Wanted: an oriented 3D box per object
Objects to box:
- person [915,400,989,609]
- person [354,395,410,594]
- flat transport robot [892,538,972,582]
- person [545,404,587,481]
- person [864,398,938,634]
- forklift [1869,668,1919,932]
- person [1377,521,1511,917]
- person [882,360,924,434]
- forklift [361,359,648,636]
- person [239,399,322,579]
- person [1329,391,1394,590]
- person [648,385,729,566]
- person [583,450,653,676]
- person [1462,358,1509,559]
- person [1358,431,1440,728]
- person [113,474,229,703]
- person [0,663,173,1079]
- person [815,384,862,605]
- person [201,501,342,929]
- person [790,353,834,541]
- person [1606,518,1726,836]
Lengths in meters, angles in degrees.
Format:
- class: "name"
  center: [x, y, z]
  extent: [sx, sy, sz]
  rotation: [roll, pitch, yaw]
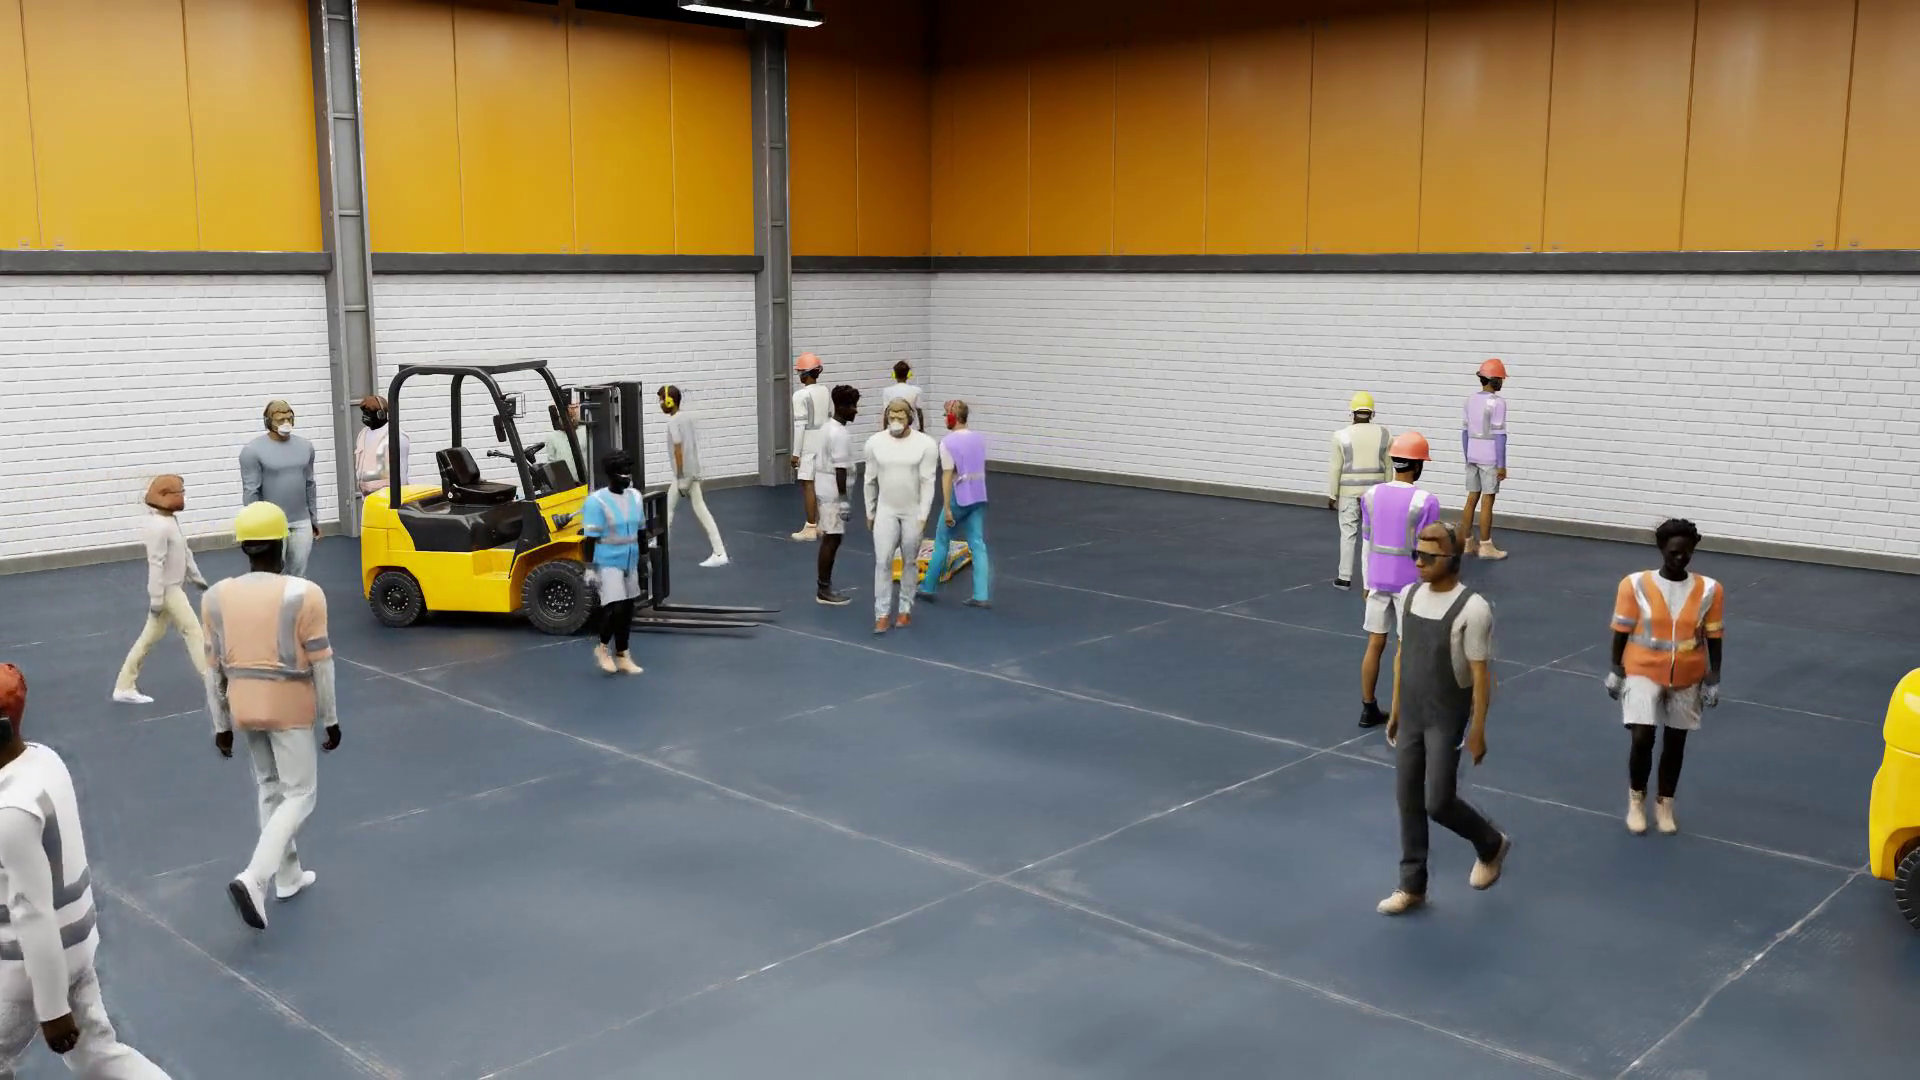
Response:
- class: "person"
  center: [-0.061, -0.325, 14.594]
  extent: [0.903, 1.801, 0.587]
  rotation: [9, 13, 44]
- class: "person"
  center: [-5.180, -0.384, 14.922]
  extent: [0.619, 1.836, 0.431]
  rotation: [7, 11, 35]
- class: "flat transport robot"
  center: [-0.303, 0.184, 16.196]
  extent: [0.652, 0.197, 1.431]
  rotation: [2, 10, 14]
- class: "person"
  center: [-3.937, -0.608, 16.958]
  extent: [0.536, 1.605, 0.705]
  rotation: [-1, 9, -6]
- class: "person"
  center: [-0.494, -0.186, 13.453]
  extent: [0.628, 1.905, 0.831]
  rotation: [1, 9, 5]
- class: "forklift"
  center: [5.205, 0.723, 7.013]
  extent: [2.313, 2.155, 1.214]
  rotation: [9, 13, 43]
- class: "person"
  center: [2.215, 0.807, 7.616]
  extent: [0.606, 1.829, 0.513]
  rotation: [-5, 11, -29]
- class: "person"
  center: [-0.708, -1.309, 20.621]
  extent: [0.512, 1.827, 0.953]
  rotation: [1, 9, 8]
- class: "forklift"
  center: [-3.850, -0.407, 13.936]
  extent: [2.313, 2.155, 1.214]
  rotation: [2, 9, 11]
- class: "person"
  center: [-5.312, -0.136, 13.059]
  extent: [0.356, 1.938, 0.633]
  rotation: [6, 11, 34]
- class: "person"
  center: [3.674, -0.448, 15.293]
  extent: [0.586, 1.833, 0.402]
  rotation: [0, 9, -3]
- class: "person"
  center: [-2.773, -0.620, 16.474]
  extent: [1.034, 1.810, 0.564]
  rotation: [3, 10, 16]
- class: "person"
  center: [-2.450, 0.187, 11.897]
  extent: [0.385, 1.662, 0.603]
  rotation: [6, 11, 34]
- class: "person"
  center: [5.374, -0.827, 16.974]
  extent: [0.390, 2.045, 0.607]
  rotation: [-3, 10, -18]
- class: "person"
  center: [2.806, 0.274, 10.582]
  extent: [0.382, 1.931, 0.540]
  rotation: [-9, 13, -44]
- class: "person"
  center: [-5.337, 0.338, 11.230]
  extent: [0.876, 1.586, 0.513]
  rotation: [-3, 10, -20]
- class: "person"
  center: [-2.688, 1.243, 4.948]
  extent: [0.985, 1.840, 0.563]
  rotation: [-3, 10, -15]
- class: "person"
  center: [-1.074, -0.402, 14.688]
  extent: [0.429, 1.945, 0.650]
  rotation: [-1, 9, -9]
- class: "person"
  center: [-3.148, 0.783, 7.520]
  extent: [0.588, 1.908, 0.765]
  rotation: [1, 9, 9]
- class: "person"
  center: [-1.628, -1.008, 18.087]
  extent: [0.371, 2.044, 0.608]
  rotation: [6, 11, 32]
- class: "person"
  center: [3.650, 0.718, 8.594]
  extent: [0.561, 1.681, 0.450]
  rotation: [2, 9, 10]
